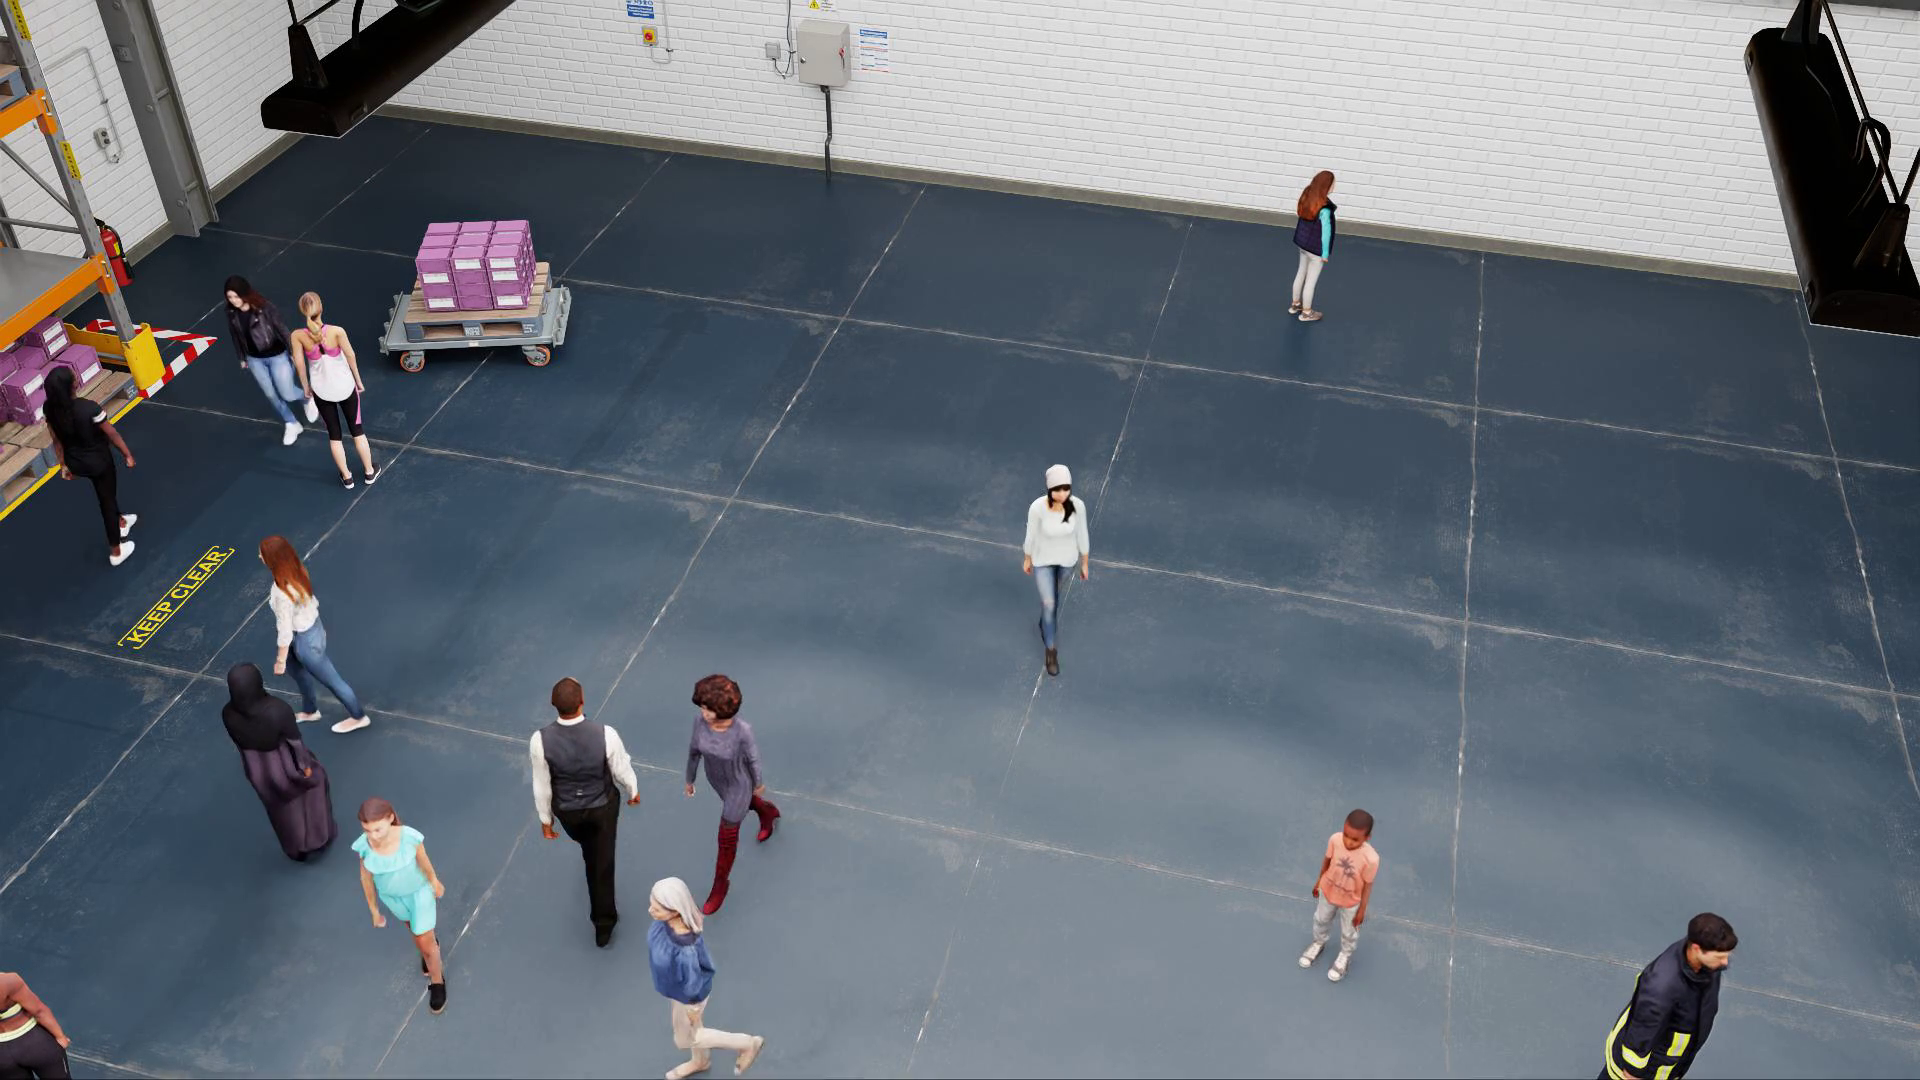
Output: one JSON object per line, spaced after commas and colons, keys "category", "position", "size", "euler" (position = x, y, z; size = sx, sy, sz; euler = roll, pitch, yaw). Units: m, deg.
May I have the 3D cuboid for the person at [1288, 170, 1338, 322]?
{"category": "person", "position": [3.325, -2.786, 15.692], "size": [0.747, 1.501, 0.677], "euler": [-15, 41, -18]}

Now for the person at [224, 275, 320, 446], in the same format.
{"category": "person", "position": [-5.831, -1.584, 14.090], "size": [0.728, 1.623, 0.768], "euler": [1, 39, 2]}

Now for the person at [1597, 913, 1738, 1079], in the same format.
{"category": "person", "position": [3.621, 2.572, 8.642], "size": [0.852, 1.926, 0.945], "euler": [-25, 45, -28]}

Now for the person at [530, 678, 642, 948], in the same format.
{"category": "person", "position": [-2.219, 1.655, 9.825], "size": [0.978, 1.883, 1.234], "euler": [-3, 39, -4]}

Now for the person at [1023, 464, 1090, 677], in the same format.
{"category": "person", "position": [0.663, 0.094, 11.984], "size": [0.842, 1.627, 0.996], "euler": [-8, 39, -10]}

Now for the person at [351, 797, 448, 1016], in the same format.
{"category": "person", "position": [-3.219, 1.983, 9.690], "size": [0.705, 1.539, 0.871], "euler": [-4, 39, -5]}

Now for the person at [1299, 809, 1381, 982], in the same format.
{"category": "person", "position": [2.286, 2.056, 9.784], "size": [0.576, 1.308, 0.605], "euler": [30, 47, 32]}

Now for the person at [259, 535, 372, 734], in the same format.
{"category": "person", "position": [-4.309, 0.663, 11.209], "size": [0.868, 1.705, 0.880], "euler": [-9, 40, -11]}

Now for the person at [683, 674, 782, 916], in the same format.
{"category": "person", "position": [-1.366, 1.440, 10.269], "size": [0.803, 1.665, 1.185], "euler": [20, 43, 23]}

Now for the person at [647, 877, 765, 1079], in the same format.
{"category": "person", "position": [-1.396, 2.391, 9.065], "size": [0.901, 1.682, 0.867], "euler": [-13, 40, -16]}

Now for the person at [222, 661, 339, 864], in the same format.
{"category": "person", "position": [-4.285, 1.427, 10.331], "size": [0.719, 1.608, 0.806], "euler": [-2, 39, -3]}

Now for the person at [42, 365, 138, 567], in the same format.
{"category": "person", "position": [-6.659, -0.529, 12.694], "size": [0.706, 1.717, 0.860], "euler": [4, 39, 5]}

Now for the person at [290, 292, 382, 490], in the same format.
{"category": "person", "position": [-5.081, -1.211, 13.491], "size": [0.692, 1.787, 0.694], "euler": [-10, 40, -13]}
